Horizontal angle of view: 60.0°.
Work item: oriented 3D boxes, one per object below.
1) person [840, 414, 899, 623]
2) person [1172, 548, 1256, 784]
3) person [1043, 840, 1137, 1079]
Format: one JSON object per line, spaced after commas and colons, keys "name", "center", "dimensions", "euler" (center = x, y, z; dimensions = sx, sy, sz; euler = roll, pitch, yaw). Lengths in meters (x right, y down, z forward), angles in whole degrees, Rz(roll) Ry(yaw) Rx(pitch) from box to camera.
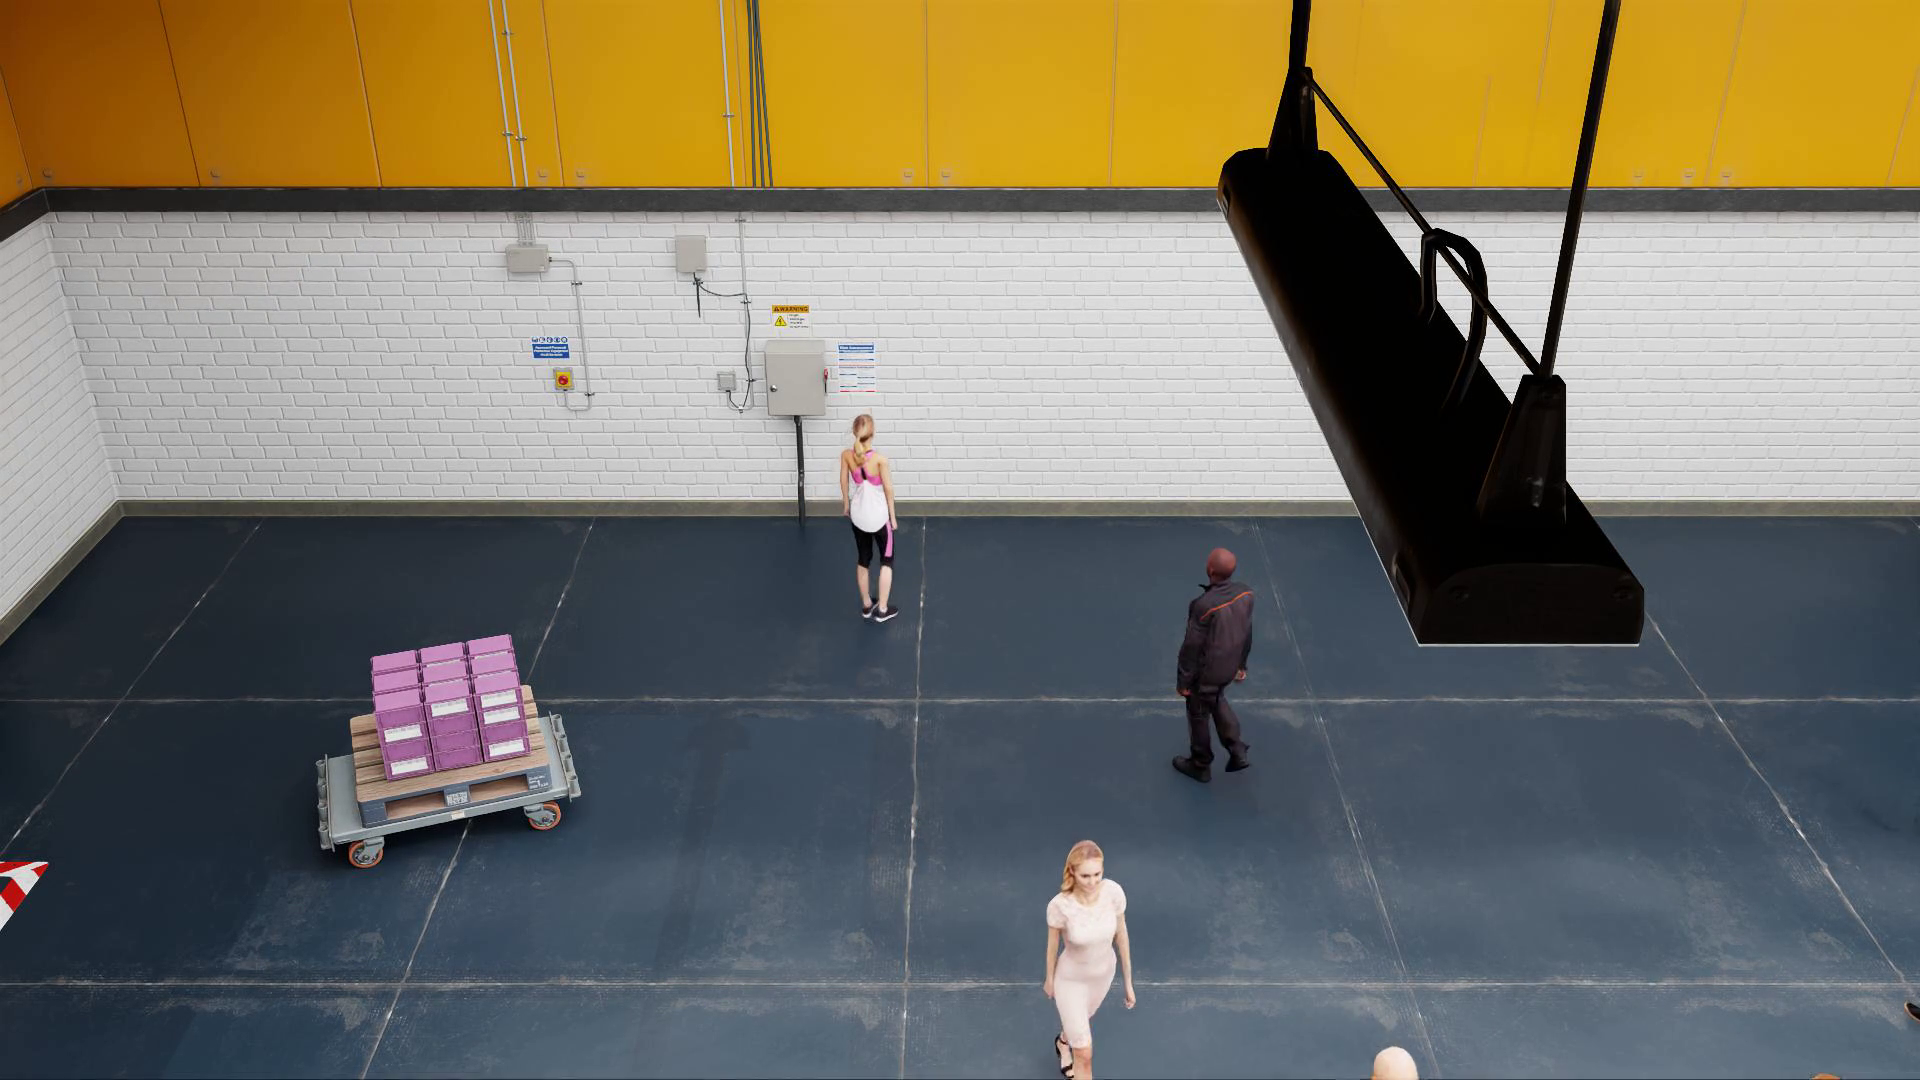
{"name": "person", "center": [-0.734, -0.146, 13.140], "dimensions": [0.732, 1.786, 0.716], "euler": [12, 31, 22]}
{"name": "person", "center": [1.766, 0.898, 11.198], "dimensions": [0.917, 1.813, 0.984], "euler": [-20, 34, -32]}
{"name": "person", "center": [0.631, 2.265, 8.735], "dimensions": [0.835, 1.773, 1.162], "euler": [-10, 30, -18]}
